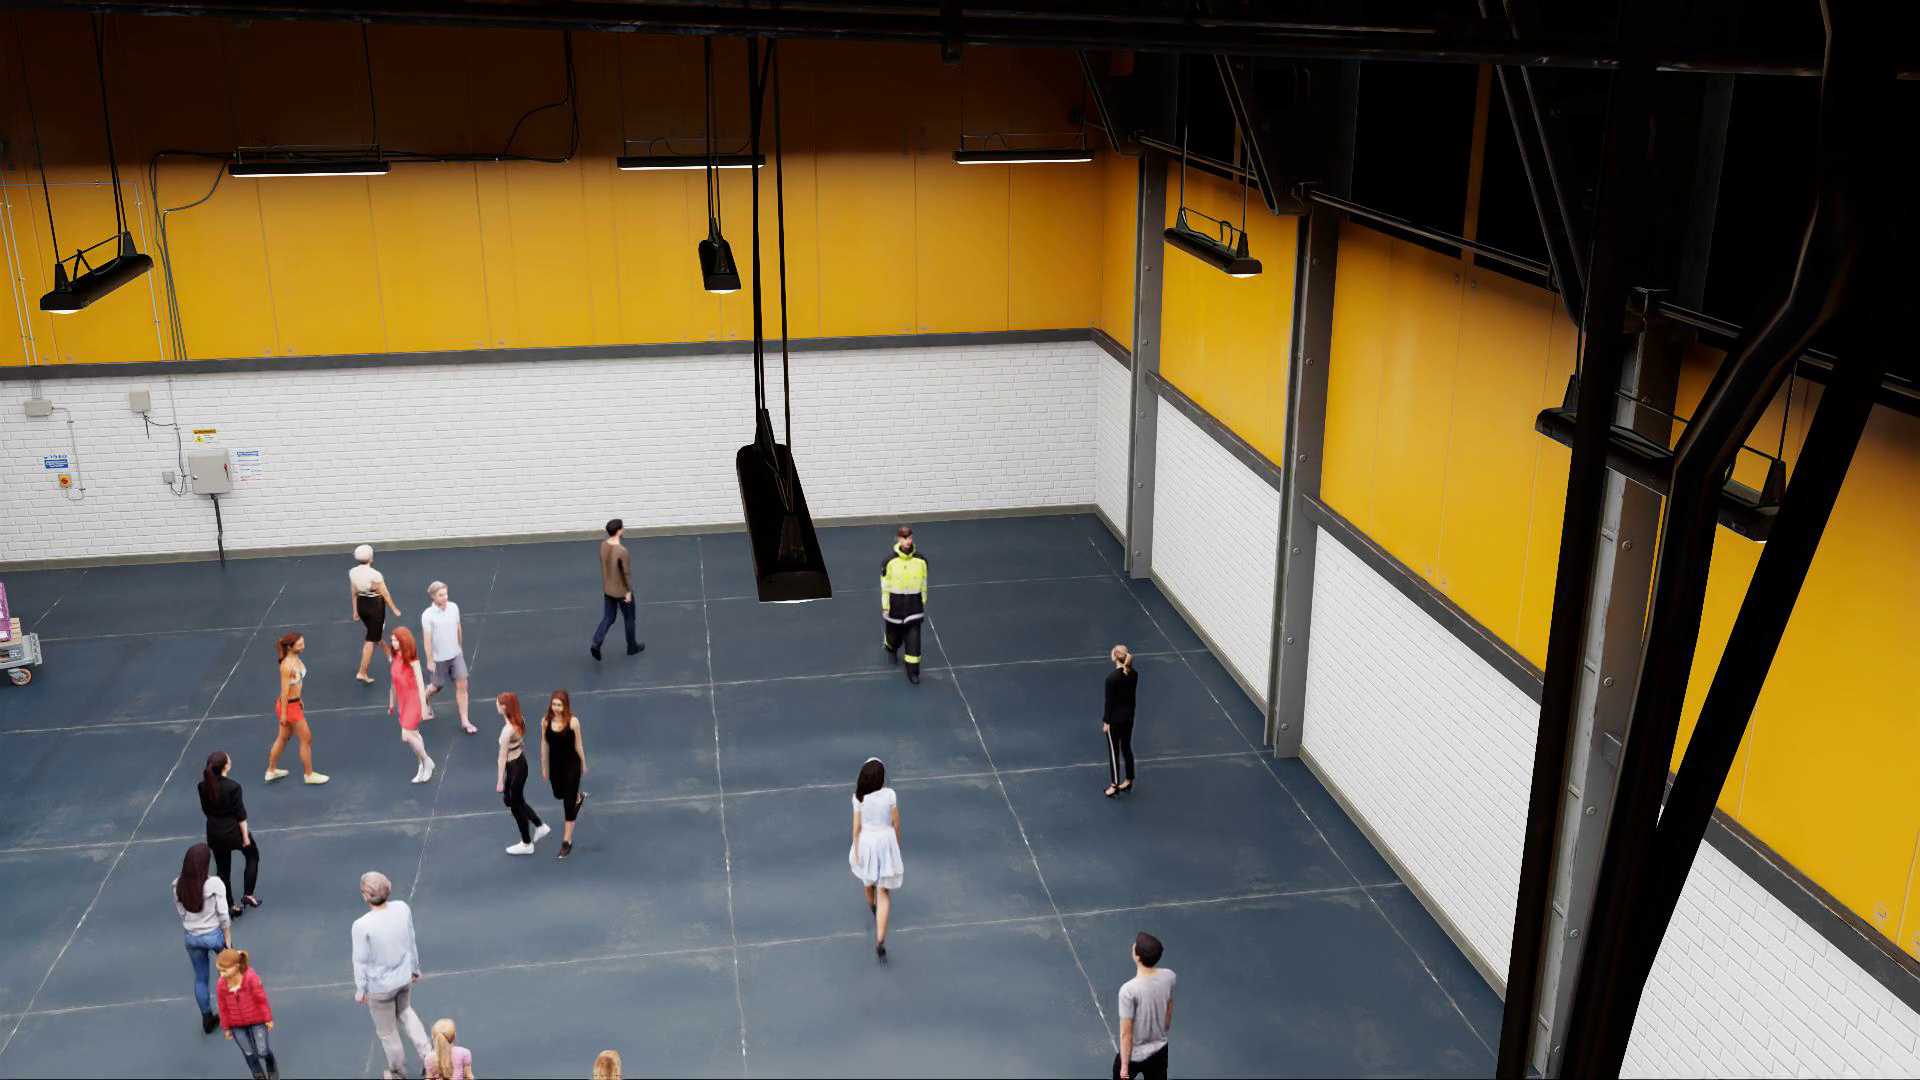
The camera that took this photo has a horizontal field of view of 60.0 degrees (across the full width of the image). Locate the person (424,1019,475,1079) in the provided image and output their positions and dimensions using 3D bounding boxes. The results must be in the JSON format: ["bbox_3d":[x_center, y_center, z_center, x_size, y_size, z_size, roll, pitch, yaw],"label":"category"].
[{"bbox_3d":[-3.659,4.058,11.919,0.504,1.245,0.758,-2,19,-6],"label":"person"}]

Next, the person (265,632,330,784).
[{"bbox_3d":[-7.227,1.816,17.789,0.656,1.748,0.829,-4,19,-13],"label":"person"}]

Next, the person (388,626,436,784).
[{"bbox_3d":[-5.819,1.754,17.871,0.691,1.814,0.773,18,25,42],"label":"person"}]

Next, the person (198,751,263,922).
[{"bbox_3d":[-6.736,2.745,15.188,0.696,1.647,0.706,3,19,8],"label":"person"}]

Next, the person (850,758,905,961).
[{"bbox_3d":[-0.720,2.847,14.716,0.777,1.756,1.240,-1,19,-1],"label":"person"}]

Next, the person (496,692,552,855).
[{"bbox_3d":[-4.274,2.305,16.356,0.697,1.736,0.647,-1,19,-2],"label":"person"}]

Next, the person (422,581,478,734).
[{"bbox_3d":[-5.988,1.326,19.158,1.204,1.803,1.085,16,24,39],"label":"person"}]

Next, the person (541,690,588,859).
[{"bbox_3d":[-3.900,2.247,16.595,0.859,1.693,1.188,4,19,12],"label":"person"}]

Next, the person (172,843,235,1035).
[{"bbox_3d":[-6.205,3.297,13.598,0.653,1.615,0.660,0,19,0],"label":"person"}]

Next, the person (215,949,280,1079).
[{"bbox_3d":[-5.501,3.699,12.894,0.532,1.303,0.593,-3,19,-9],"label":"person"}]

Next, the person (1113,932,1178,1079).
[{"bbox_3d":[1.380,3.738,11.969,0.996,1.820,1.296,-11,21,-29],"label":"person"}]

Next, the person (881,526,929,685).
[{"bbox_3d":[-0.719,0.756,20.618,0.806,1.952,1.167,-5,19,-14],"label":"person"}]

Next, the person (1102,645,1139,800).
[{"bbox_3d":[1.691,1.916,17.560,0.678,1.704,0.688,-16,24,-38],"label":"person"}]

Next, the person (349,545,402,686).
[{"bbox_3d":[-7.293,0.954,20.405,1.055,1.712,1.173,10,21,28],"label":"person"}]

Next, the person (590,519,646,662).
[{"bbox_3d":[-4.398,0.650,21.064,1.059,1.868,1.160,11,22,30],"label":"person"}]

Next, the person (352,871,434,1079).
[{"bbox_3d":[-4.328,3.430,12.784,0.922,1.883,0.862,13,22,33],"label":"person"}]
